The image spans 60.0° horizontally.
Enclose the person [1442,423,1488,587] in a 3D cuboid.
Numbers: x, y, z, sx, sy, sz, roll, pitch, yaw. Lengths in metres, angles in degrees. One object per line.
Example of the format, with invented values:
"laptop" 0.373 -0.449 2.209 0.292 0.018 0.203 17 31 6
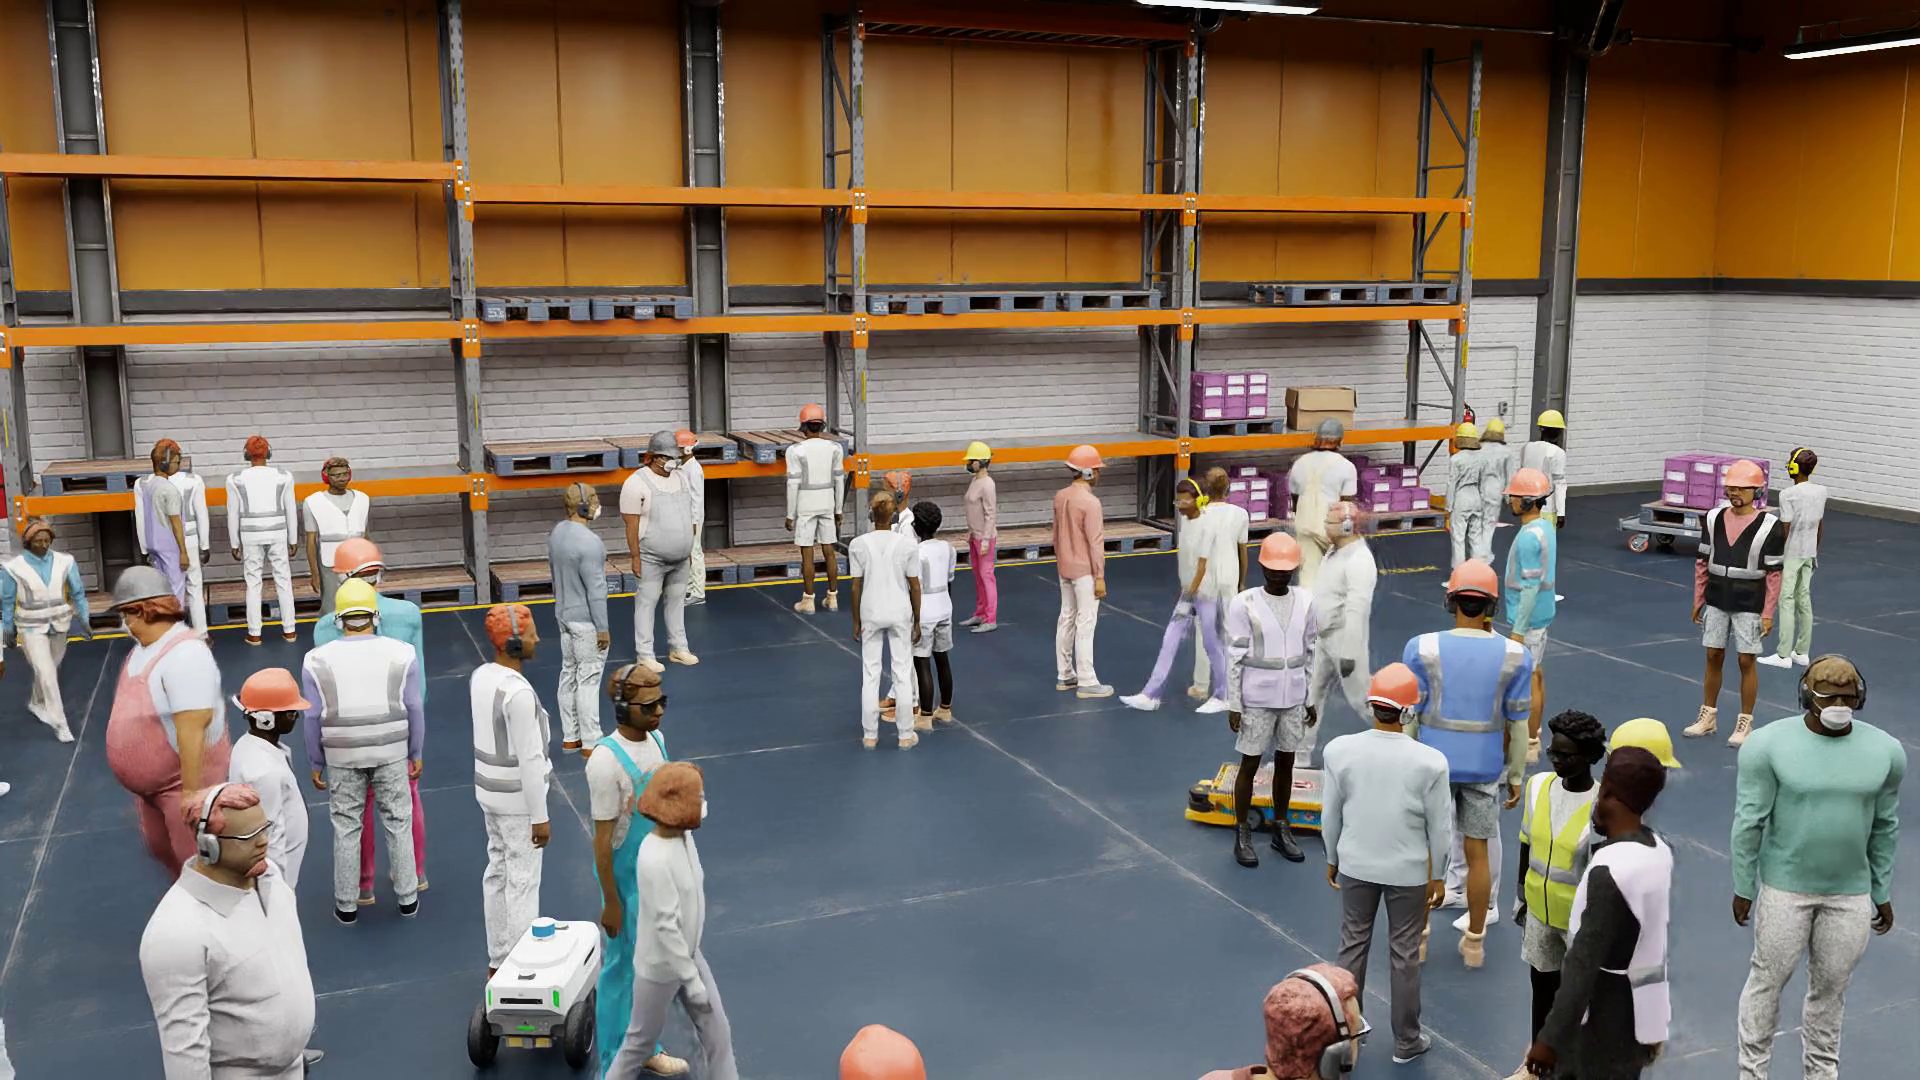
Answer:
"person" 5.250 -0.353 17.334 0.488 1.736 0.335 -5 11 -25

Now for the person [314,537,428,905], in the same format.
"person" -3.179 0.969 8.990 0.615 1.987 0.406 -9 13 -42

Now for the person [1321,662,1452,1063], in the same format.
"person" 1.849 1.391 7.222 0.563 1.752 0.328 5 11 28

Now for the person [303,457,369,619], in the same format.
"person" -5.080 0.231 13.641 0.390 1.847 0.566 8 13 38

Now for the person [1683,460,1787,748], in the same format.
"person" 5.499 0.447 11.822 0.369 2.048 0.608 -8 13 -39

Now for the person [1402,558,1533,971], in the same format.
"person" 2.444 1.097 8.134 0.614 2.030 0.409 1 10 8

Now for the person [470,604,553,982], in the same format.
"person" -2.082 1.225 7.811 0.354 1.883 0.576 -8 13 -38

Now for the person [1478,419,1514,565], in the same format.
"person" 5.794 -0.483 18.280 0.482 1.668 0.940 5 11 27

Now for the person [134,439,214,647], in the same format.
"person" -6.874 0.053 14.560 0.575 1.884 0.360 -3 10 -17

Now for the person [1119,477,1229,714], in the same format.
"person" 1.663 0.444 12.489 0.936 1.822 0.493 -5 11 -25

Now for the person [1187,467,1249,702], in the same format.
"person" 1.986 0.349 12.966 0.504 1.847 0.344 -2 10 -10

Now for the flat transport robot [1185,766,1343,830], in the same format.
"flat transport robot" 2.154 1.605 10.260 1.431 0.197 0.652 3 10 16

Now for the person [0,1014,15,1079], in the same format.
"person" -2.778 1.855 4.436 0.493 1.791 0.707 5 11 25

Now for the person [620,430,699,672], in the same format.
"person" -2.473 0.080 13.950 0.535 2.000 0.680 9 13 41

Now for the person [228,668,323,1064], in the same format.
"person" -2.951 1.403 7.190 0.350 1.744 0.571 -5 11 -28

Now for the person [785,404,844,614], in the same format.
"person" -1.428 -0.303 16.155 0.615 2.040 0.391 -6 12 -31

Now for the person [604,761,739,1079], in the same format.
"person" -1.073 1.627 6.353 0.816 1.592 0.498 2 10 11

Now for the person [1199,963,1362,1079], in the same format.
"person" 0.797 1.898 3.866 0.408 1.908 0.641 -8 13 -39

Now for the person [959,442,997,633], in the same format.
"person" 0.178 -0.026 15.354 0.312 1.768 0.522 -3 10 -16

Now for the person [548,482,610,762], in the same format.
"person" -2.600 0.559 11.490 0.372 1.940 0.630 -8 13 -39

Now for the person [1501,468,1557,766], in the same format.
"person" 3.859 0.525 11.380 0.393 2.044 0.609 5 11 28

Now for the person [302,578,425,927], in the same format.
"person" -3.101 1.105 8.690 0.591 1.823 0.404 -4 10 -20

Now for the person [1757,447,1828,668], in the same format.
"person" 7.042 0.149 14.048 0.514 1.872 0.328 -4 11 -24

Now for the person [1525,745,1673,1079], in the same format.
"person" 2.211 1.621 5.624 0.841 1.849 0.603 4 11 23

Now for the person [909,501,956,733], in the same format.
"person" -0.239 0.560 12.176 0.316 1.695 0.541 7 12 36

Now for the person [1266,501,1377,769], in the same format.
"person" 2.608 0.657 11.129 0.959 1.871 0.653 -1 10 -5

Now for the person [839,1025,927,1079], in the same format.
"person" -0.153 1.974 3.890 0.560 1.742 0.337 -8 12 -37

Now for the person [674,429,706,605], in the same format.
"person" -2.721 -0.230 16.572 0.331 1.750 0.560 -4 11 -23

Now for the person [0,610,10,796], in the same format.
"person" -6.371 0.739 10.508 0.592 1.919 0.389 -4 11 -22

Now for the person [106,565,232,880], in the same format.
"person" -3.777 1.103 8.056 0.583 2.000 0.858 -10 14 -44

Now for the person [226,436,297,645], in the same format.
"person" -6.230 0.002 14.891 0.573 1.876 0.355 -5 11 -26

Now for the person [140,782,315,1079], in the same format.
"person" -2.206 1.672 5.168 0.408 1.906 0.653 1 10 4

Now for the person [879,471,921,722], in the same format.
"person" -0.467 0.415 12.483 0.355 1.882 0.575 -3 10 -17

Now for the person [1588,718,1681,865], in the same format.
"person" 2.531 1.539 6.371 0.339 1.761 0.524 2 10 10

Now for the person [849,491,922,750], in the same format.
"person" -0.521 0.570 11.692 0.507 1.846 0.345 1 10 3

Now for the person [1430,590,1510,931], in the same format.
"person" 2.662 1.091 8.639 0.331 1.865 0.519 -3 10 -18

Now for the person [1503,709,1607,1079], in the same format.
"person" 2.455 1.509 6.708 0.318 1.695 0.540 -6 11 -31

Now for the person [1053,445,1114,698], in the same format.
"person" 0.964 0.242 13.151 0.379 1.996 0.611 -5 11 -29

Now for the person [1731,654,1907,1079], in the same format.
"person" 3.412 1.397 6.656 0.637 1.938 0.357 1 10 6

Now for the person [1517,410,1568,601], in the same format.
"person" 5.869 -0.347 16.744 0.373 1.923 0.593 -5 11 -26

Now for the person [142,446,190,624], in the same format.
"person" -6.877 0.091 14.471 0.514 1.838 0.337 7 12 35

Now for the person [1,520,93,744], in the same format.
"person" -6.671 0.628 12.107 0.873 1.593 0.533 8 13 40

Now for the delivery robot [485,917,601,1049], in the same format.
"delivery robot" -1.838 1.918 7.372 0.477 0.478 0.707 0 10 2

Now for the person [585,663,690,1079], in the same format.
"person" -1.339 1.407 6.870 0.327 1.843 0.515 3 10 17

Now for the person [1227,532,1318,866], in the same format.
"person" 1.797 0.903 9.511 0.552 1.934 0.355 -3 10 -15

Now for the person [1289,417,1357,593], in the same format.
"person" 3.363 -0.126 15.140 0.695 2.000 0.707 -9 14 -43
